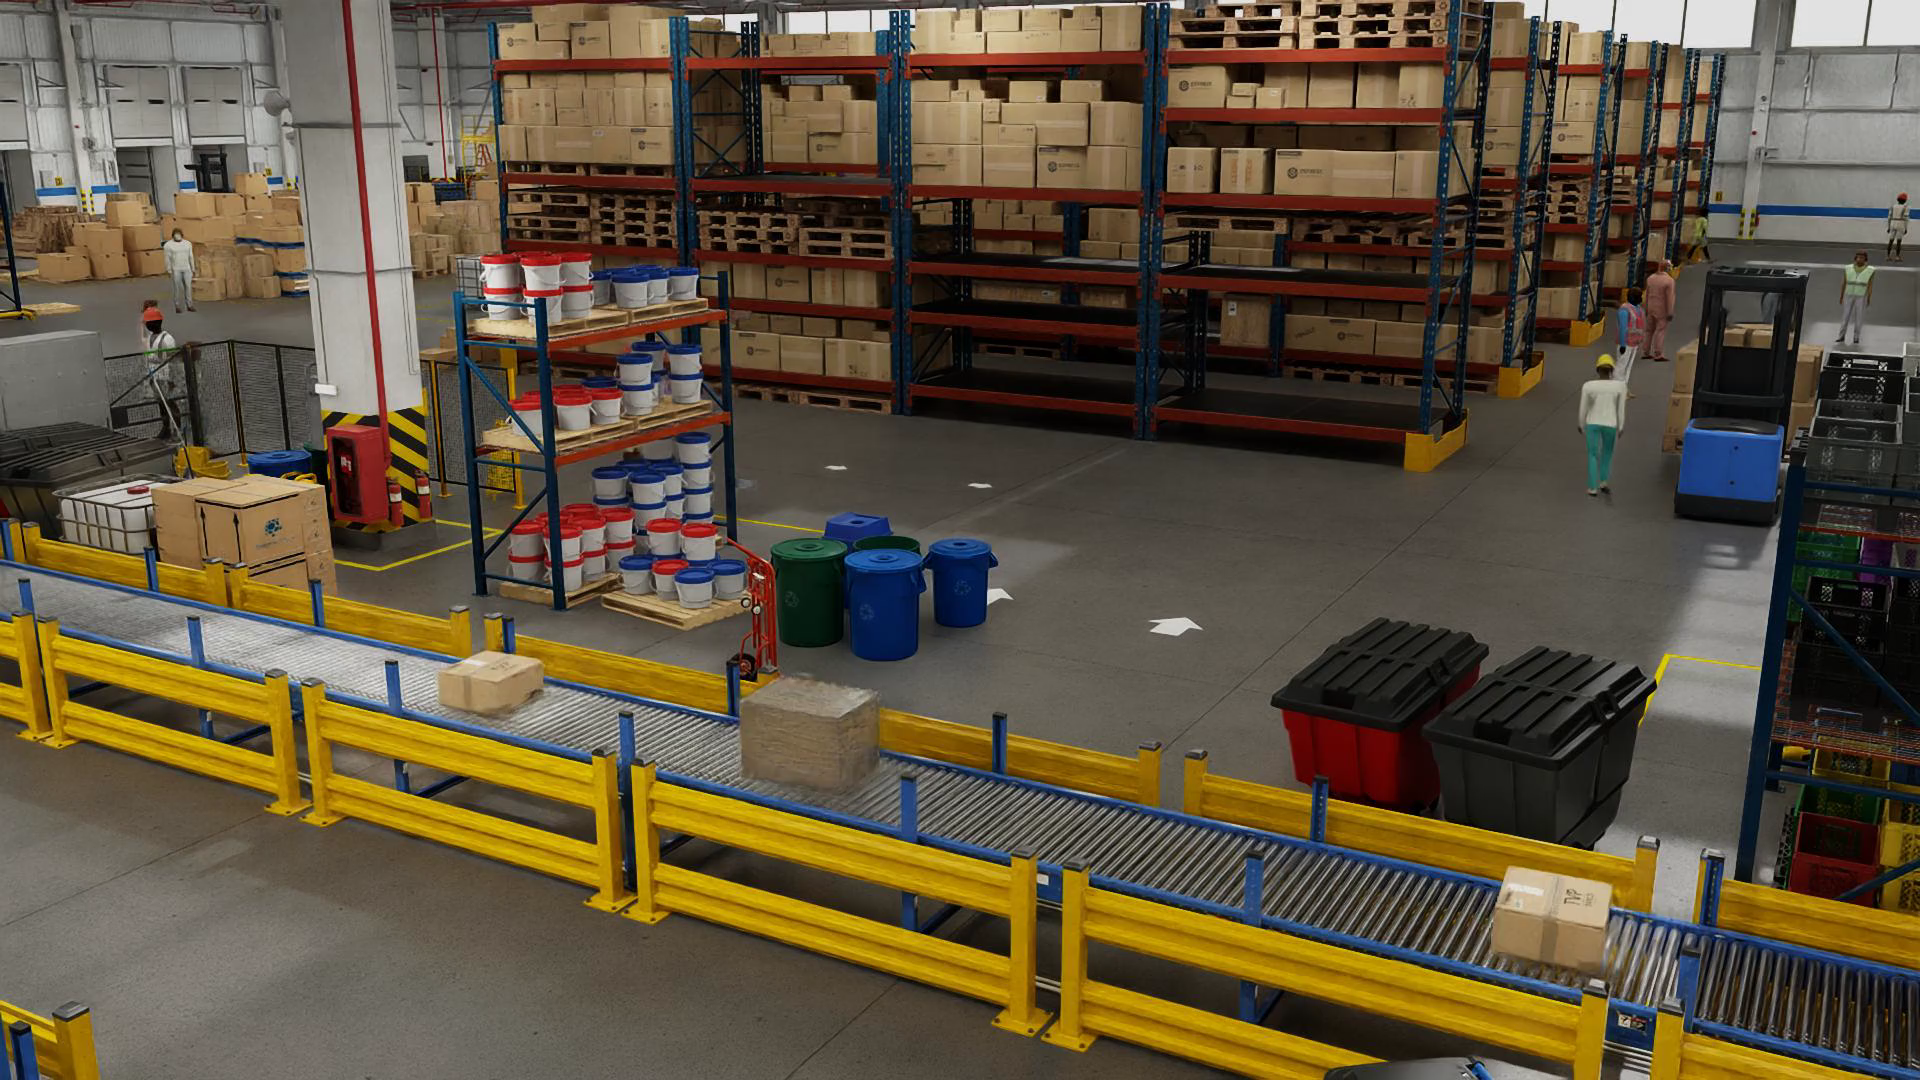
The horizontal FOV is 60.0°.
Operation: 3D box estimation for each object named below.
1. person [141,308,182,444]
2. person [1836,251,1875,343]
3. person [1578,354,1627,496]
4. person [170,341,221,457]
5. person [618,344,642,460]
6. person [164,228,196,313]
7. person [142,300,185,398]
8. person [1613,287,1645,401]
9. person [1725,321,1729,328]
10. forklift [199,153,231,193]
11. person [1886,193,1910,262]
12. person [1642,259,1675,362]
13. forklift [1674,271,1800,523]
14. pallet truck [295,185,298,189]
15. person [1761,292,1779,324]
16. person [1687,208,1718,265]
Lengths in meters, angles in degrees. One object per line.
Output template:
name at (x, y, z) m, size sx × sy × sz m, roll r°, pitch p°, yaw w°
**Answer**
person at (-11.383, -2.337, 23.691) m, size 0.547 × 1.938 × 0.359 m, roll 9°, pitch 17°, yaw 30°
person at (18.056, -4.906, 33.516) m, size 0.563 × 1.849 × 0.390 m, roll 11°, pitch 18°, yaw 35°
person at (7.962, -1.445, 20.687) m, size 0.541 × 1.741 × 0.709 m, roll 4°, pitch 15°, yaw 16°
person at (-10.479, -1.901, 22.641) m, size 0.541 × 1.616 × 0.511 m, roll -5°, pitch 16°, yaw -18°
person at (-3.928, -1.437, 20.358) m, size 0.704 × 1.911 × 0.551 m, roll 8°, pitch 17°, yaw 29°
person at (-17.899, -6.197, 38.203) m, size 0.634 × 1.936 × 0.351 m, roll -14°, pitch 20°, yaw -41°
person at (-13.126, -3.134, 27.318) m, size 0.729 × 1.614 × 0.520 m, roll -6°, pitch 16°, yaw -20°
person at (10.915, -3.201, 27.124) m, size 0.430 × 1.845 × 0.622 m, roll 14°, pitch 20°, yaw 41°
person at (11.022, -2.402, 24.439) m, size 0.686 × 1.673 × 0.537 m, roll -10°, pitch 18°, yaw -32°
forklift at (-27.440, -12.865, 61.464) m, size 1.873 × 2.768 × 1.129 m, roll 8°, pitch 17°, yaw 28°
person at (28.283, -9.429, 50.147) m, size 0.394 × 2.044 × 0.609 m, roll -10°, pitch 18°, yaw -33°
person at (13.114, -4.297, 31.144) m, size 0.398 × 1.899 × 0.649 m, roll -6°, pitch 16°, yaw -22°
forklift at (9.269, -1.763, 19.726) m, size 1.129 × 2.768 × 1.873 m, roll 8°, pitch 17°, yaw 27°
pallet truck at (-26.804, -14.617, 69.738) m, size 1.885 × 1.965 × 0.823 m, roll -14°, pitch 20°, yaw -42°
person at (14.655, -3.910, 30.185) m, size 0.286 × 1.633 × 0.500 m, roll 14°, pitch 20°, yaw 41°
person at (21.970, -8.962, 49.124) m, size 0.890 × 1.644 × 0.545 m, roll -2°, pitch 15°, yaw -9°
